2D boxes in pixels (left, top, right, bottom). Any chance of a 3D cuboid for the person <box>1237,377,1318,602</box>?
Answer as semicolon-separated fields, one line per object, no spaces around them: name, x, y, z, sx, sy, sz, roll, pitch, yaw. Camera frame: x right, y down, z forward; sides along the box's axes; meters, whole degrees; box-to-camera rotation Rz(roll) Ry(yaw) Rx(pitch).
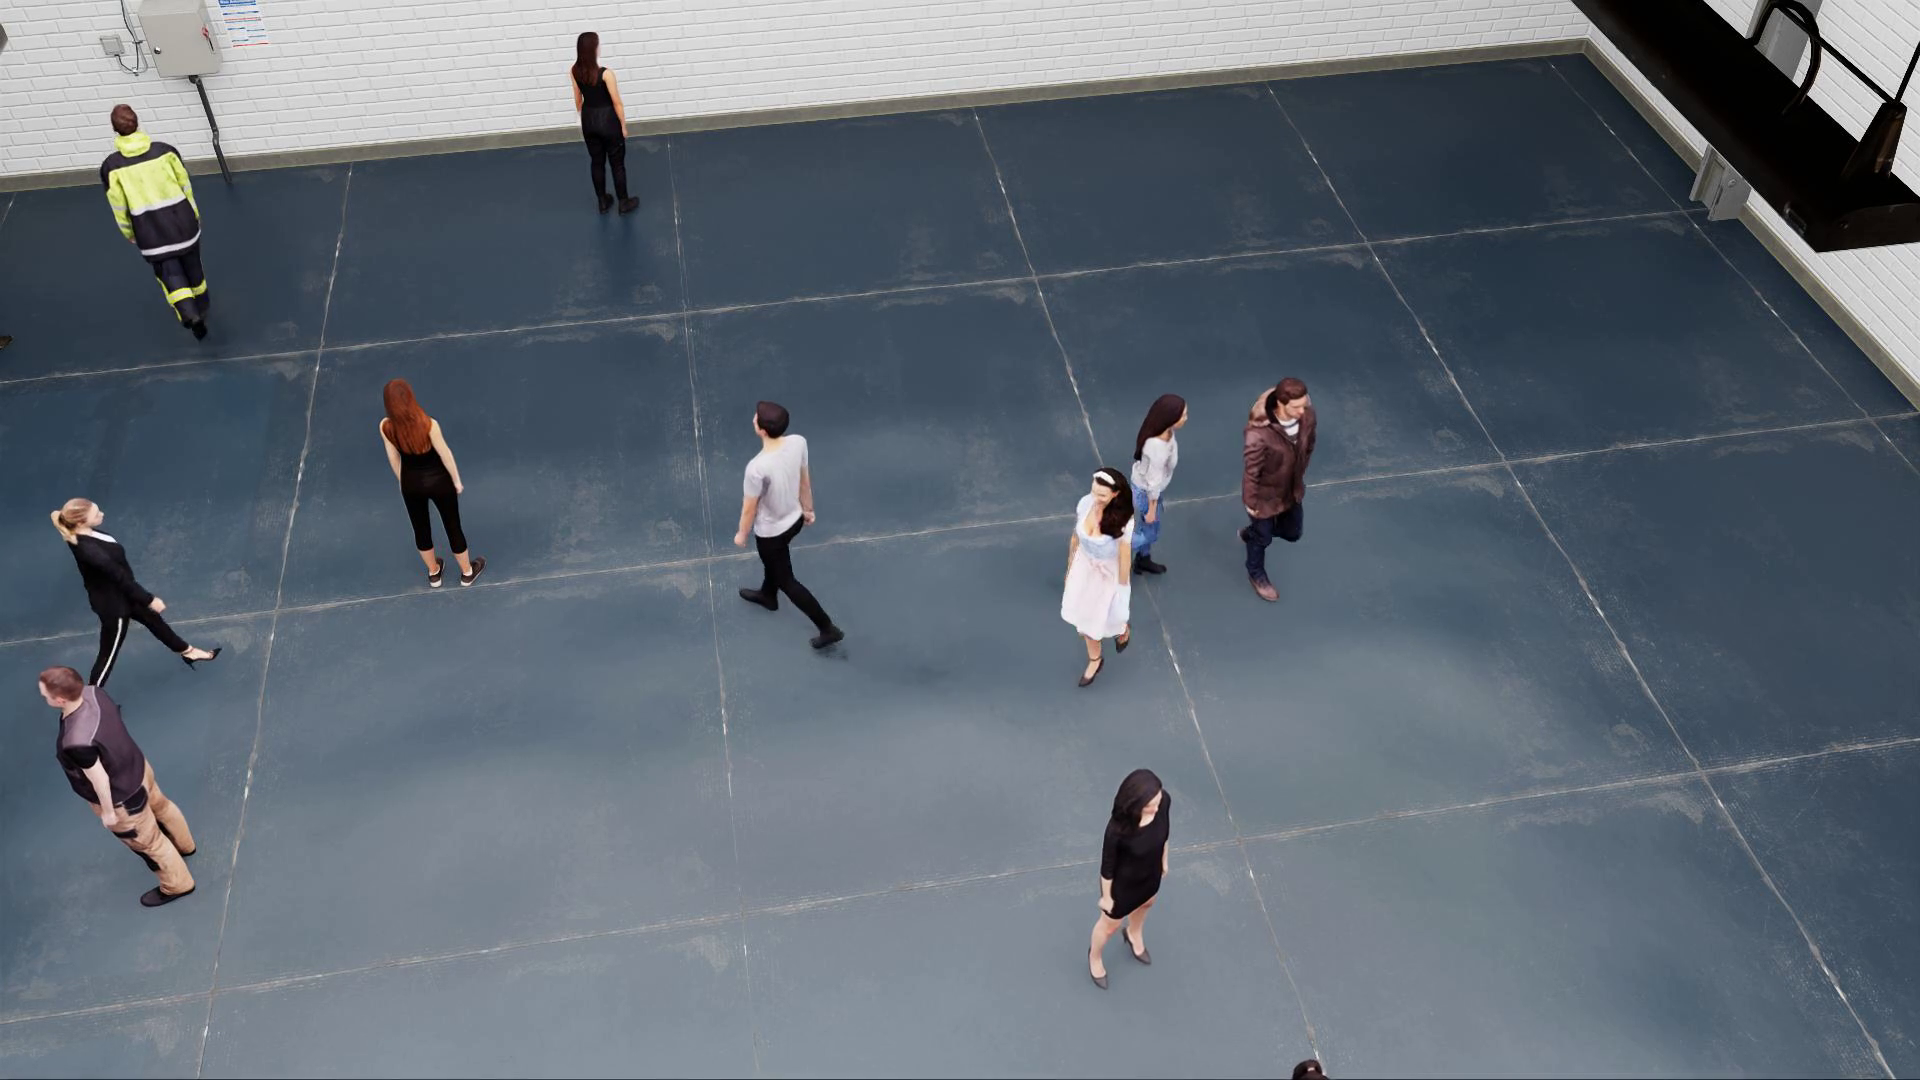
person;2.016;-0.396;11.024;0.886;1.830;0.919;-24;49;-23

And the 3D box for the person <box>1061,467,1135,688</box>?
person;0.922;0.199;10.415;0.935;1.808;0.978;31;52;29

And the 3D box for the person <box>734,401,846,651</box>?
person;-1.096;-0.054;10.659;1.218;1.839;1.189;22;48;22

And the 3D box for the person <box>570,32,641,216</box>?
person;-3.130;-3.625;14.517;0.668;1.687;0.670;10;45;11

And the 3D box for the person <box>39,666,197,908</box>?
person;-4.653;1.326;9.209;0.744;1.841;0.526;-9;44;-9

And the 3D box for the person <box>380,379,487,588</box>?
person;-3.558;-0.372;11.075;0.600;1.726;0.561;1;44;1

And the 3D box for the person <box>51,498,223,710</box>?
person;-5.288;0.468;10.248;1.053;1.650;1.157;-32;52;-29

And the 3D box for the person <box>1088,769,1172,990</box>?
person;0.907;1.776;8.768;0.669;1.798;0.668;-27;50;-26

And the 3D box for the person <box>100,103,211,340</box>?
person;-6.276;-2.480;13.117;1.063;1.962;1.233;-27;50;-25
